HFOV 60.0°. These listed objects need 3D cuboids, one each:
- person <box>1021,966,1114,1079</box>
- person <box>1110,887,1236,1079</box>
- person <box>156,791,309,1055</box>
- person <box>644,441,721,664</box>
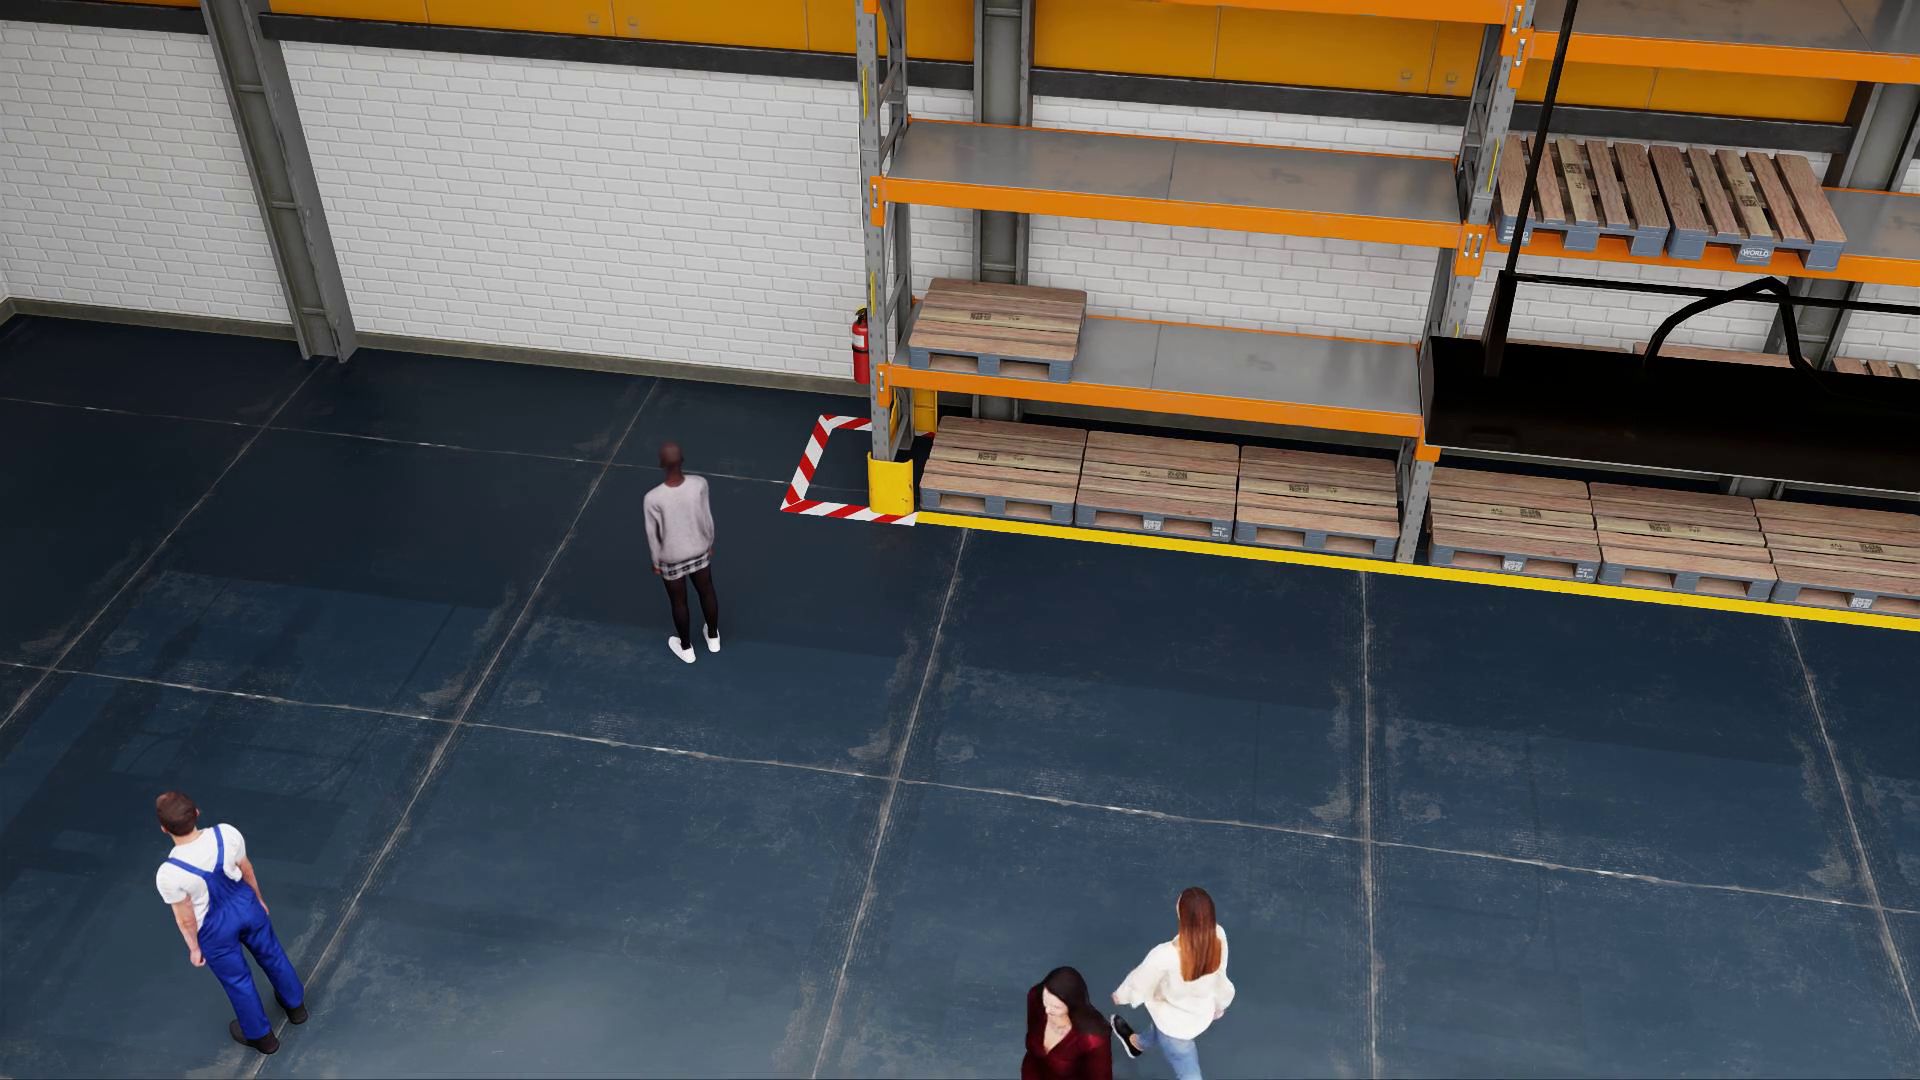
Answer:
[{"bbox_3d":[0.580,2.567,8.078,0.964,1.732,0.955,-30,48,-32],"label":"person"},{"bbox_3d":[1.162,2.445,8.310,1.114,1.632,1.182,-25,45,-28],"label":"person"},{"bbox_3d":[-3.831,1.997,8.697,0.731,1.849,0.719,25,45,28],"label":"person"},{"bbox_3d":[-1.850,0.079,11.159,0.679,1.774,0.755,-20,43,-23],"label":"person"}]
